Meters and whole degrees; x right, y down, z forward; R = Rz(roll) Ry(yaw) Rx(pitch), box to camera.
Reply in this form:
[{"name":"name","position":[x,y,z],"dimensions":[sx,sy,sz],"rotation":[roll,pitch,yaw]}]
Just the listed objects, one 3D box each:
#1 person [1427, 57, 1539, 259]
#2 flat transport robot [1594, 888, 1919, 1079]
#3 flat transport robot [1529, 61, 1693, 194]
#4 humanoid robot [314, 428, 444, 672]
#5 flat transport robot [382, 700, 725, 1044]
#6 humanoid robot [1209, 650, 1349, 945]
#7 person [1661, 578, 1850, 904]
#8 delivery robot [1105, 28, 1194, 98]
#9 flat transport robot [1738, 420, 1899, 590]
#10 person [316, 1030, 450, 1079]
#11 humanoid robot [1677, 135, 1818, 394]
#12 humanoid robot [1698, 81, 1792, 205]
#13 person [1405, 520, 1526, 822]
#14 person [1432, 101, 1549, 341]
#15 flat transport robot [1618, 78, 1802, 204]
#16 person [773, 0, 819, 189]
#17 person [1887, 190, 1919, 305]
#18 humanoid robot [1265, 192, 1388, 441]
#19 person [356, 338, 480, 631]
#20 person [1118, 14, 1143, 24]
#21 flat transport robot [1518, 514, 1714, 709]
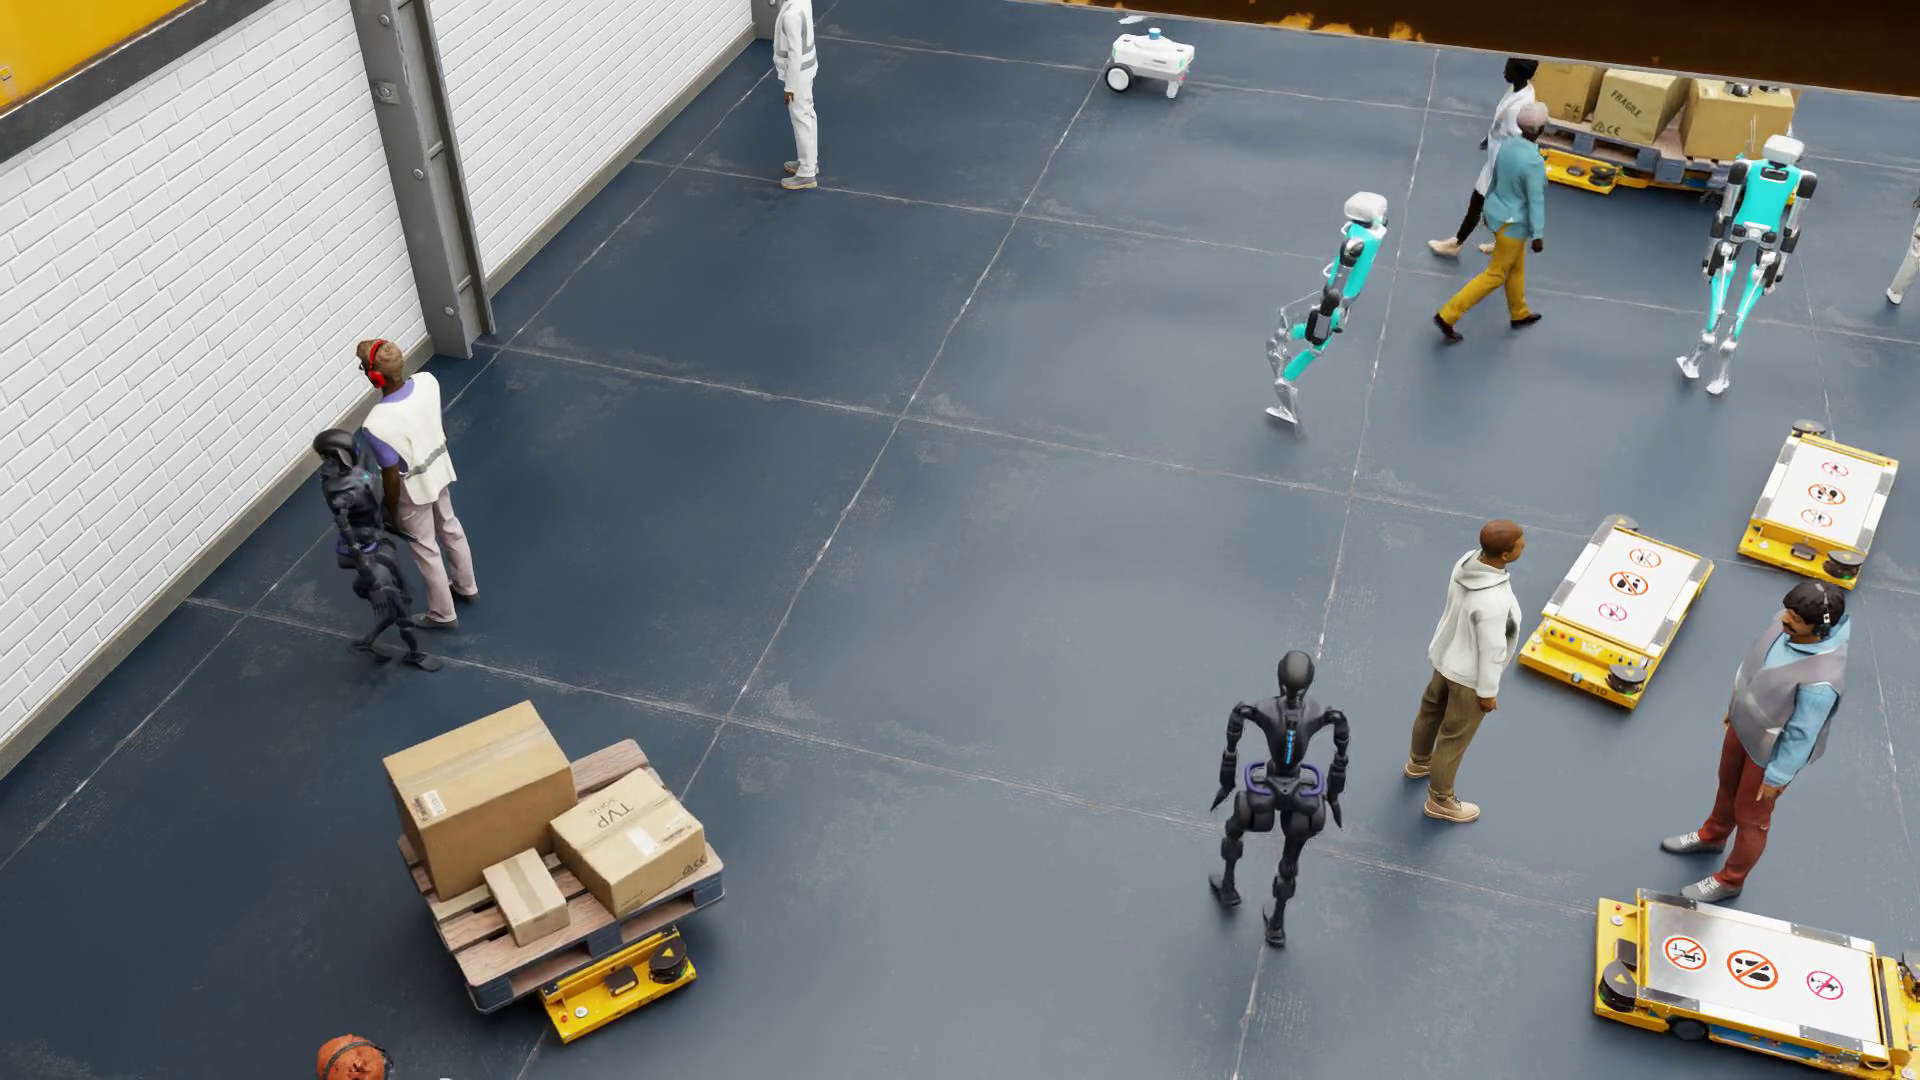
[{"name":"person","position":[3.983,-2.898,12.487],"dimensions":[0.671,1.676,0.551],"rotation":[14,41,17]},{"name":"flat transport robot","position":[3.628,2.018,7.494],"dimensions":[1.431,0.231,0.659],"rotation":[11,40,14]},{"name":"flat transport robot","position":[5.436,-3.370,14.197],"dimensions":[0.659,0.231,1.431],"rotation":[23,44,26]},{"name":"humanoid robot","position":[-3.142,0.063,8.816],"dimensions":[0.487,1.631,0.594],"rotation":[-4,39,-5]},{"name":"flat transport robot","position":[-1.867,1.690,7.902],"dimensions":[0.659,0.231,1.431],"rotation":[-22,44,-25]},{"name":"humanoid robot","position":[1.437,1.135,7.465],"dimensions":[0.589,1.642,0.373],"rotation":[3,39,4]},{"name":"person","position":[3.688,0.915,7.589],"dimensions":[0.416,1.873,0.534],"rotation":[0,39,0]},{"name":"delivery robot","position":[1.730,-4.380,15.239],"dimensions":[0.784,0.613,0.501],"rotation":[17,42,20]},{"name":"flat transport robot","position":[5.344,-0.241,10.304],"dimensions":[0.659,0.231,1.431],"rotation":[22,44,25]},{"name":"person","position":[-1.923,2.361,5.814],"dimensions":[0.587,1.867,0.694],"rotation":[-26,45,-28]},{"name":"humanoid robot","position":[5.142,-1.718,10.959],"dimensions":[0.530,1.782,0.715],"rotation":[17,42,20]},{"name":"humanoid robot","position":[6.285,-3.388,13.046],"dimensions":[0.541,1.793,0.668],"rotation":[-12,40,-15]},{"name":"person","position":[2.433,0.619,8.039],"dimensions":[0.373,1.768,0.521],"rotation":[-4,39,-5]},{"name":"person","position":[3.815,-2.206,11.594],"dimensions":[0.863,1.708,0.579],"rotation":[-7,39,-8]},{"name":"flat transport robot","position":[6.238,-3.089,13.847],"dimensions":[1.431,0.231,0.659],"rotation":[9,40,12]},{"name":"person","position":[-1.326,-3.751,13.383],"dimensions":[0.355,1.883,0.573],"rotation":[3,39,3]},{"name":"person","position":[7.116,-2.406,11.906],"dimensions":[0.512,1.634,0.311],"rotation":[13,41,15]},{"name":"humanoid robot","position":[2.214,-1.420,10.646],"dimensions":[0.814,1.824,0.544],"rotation":[21,43,24]},{"name":"person","position":[-2.957,-0.291,9.109],"dimensions":[0.378,1.842,0.568],"rotation":[12,40,14]},{"name":"person","position":[1.938,-5.936,16.243],"dimensions":[0.727,1.710,0.494],"rotation":[-9,40,-11]},{"name":"flat transport robot","position":[3.788,0.379,9.533],"dimensions":[0.659,0.231,1.431],"rotation":[24,45,27]}]
